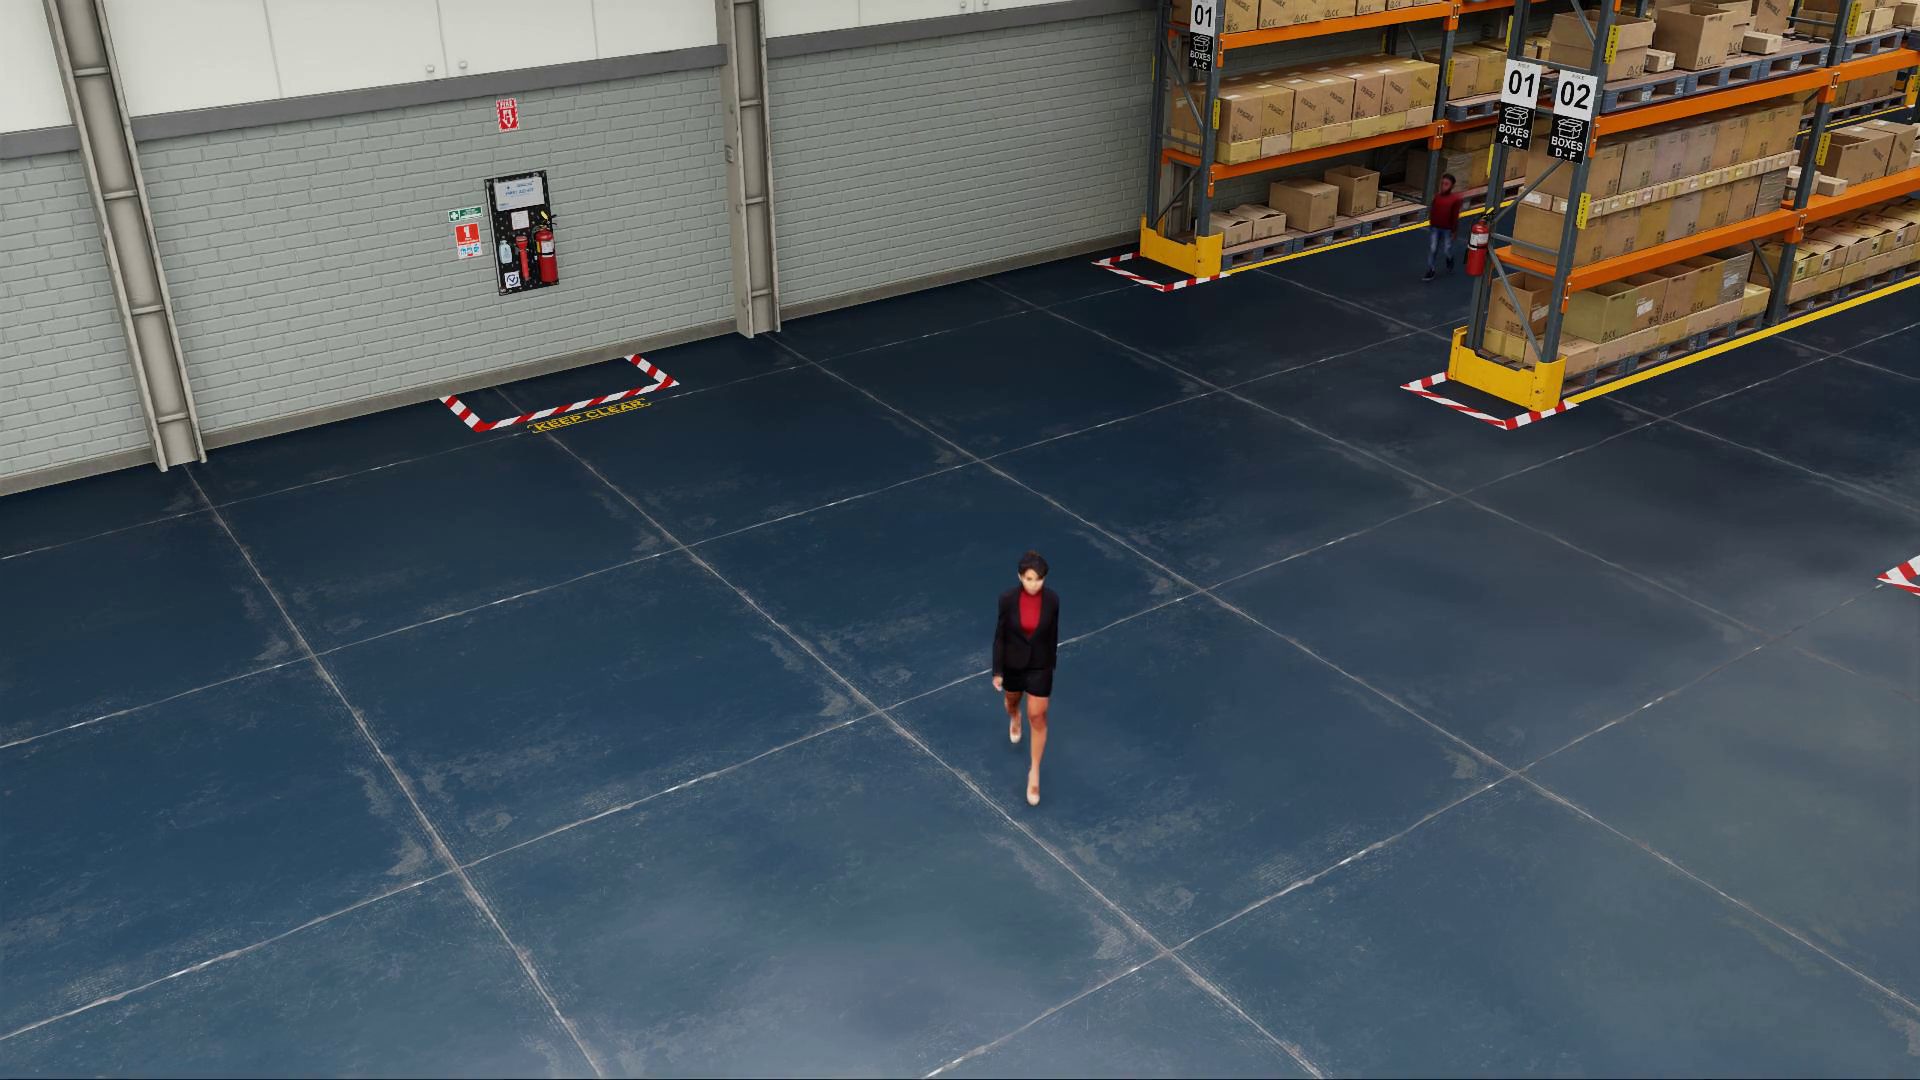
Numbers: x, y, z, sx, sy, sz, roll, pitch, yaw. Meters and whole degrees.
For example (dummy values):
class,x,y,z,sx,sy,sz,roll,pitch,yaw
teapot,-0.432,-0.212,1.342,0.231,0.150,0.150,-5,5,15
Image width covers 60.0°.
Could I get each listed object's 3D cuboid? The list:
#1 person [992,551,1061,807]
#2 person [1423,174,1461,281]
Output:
class,x,y,z,sx,sy,sz,roll,pitch,yaw
person,0.400,0.803,10.489,1.028,1.599,1.031,2,27,4
person,5.722,-3.700,19.626,0.669,1.241,0.835,17,32,29
